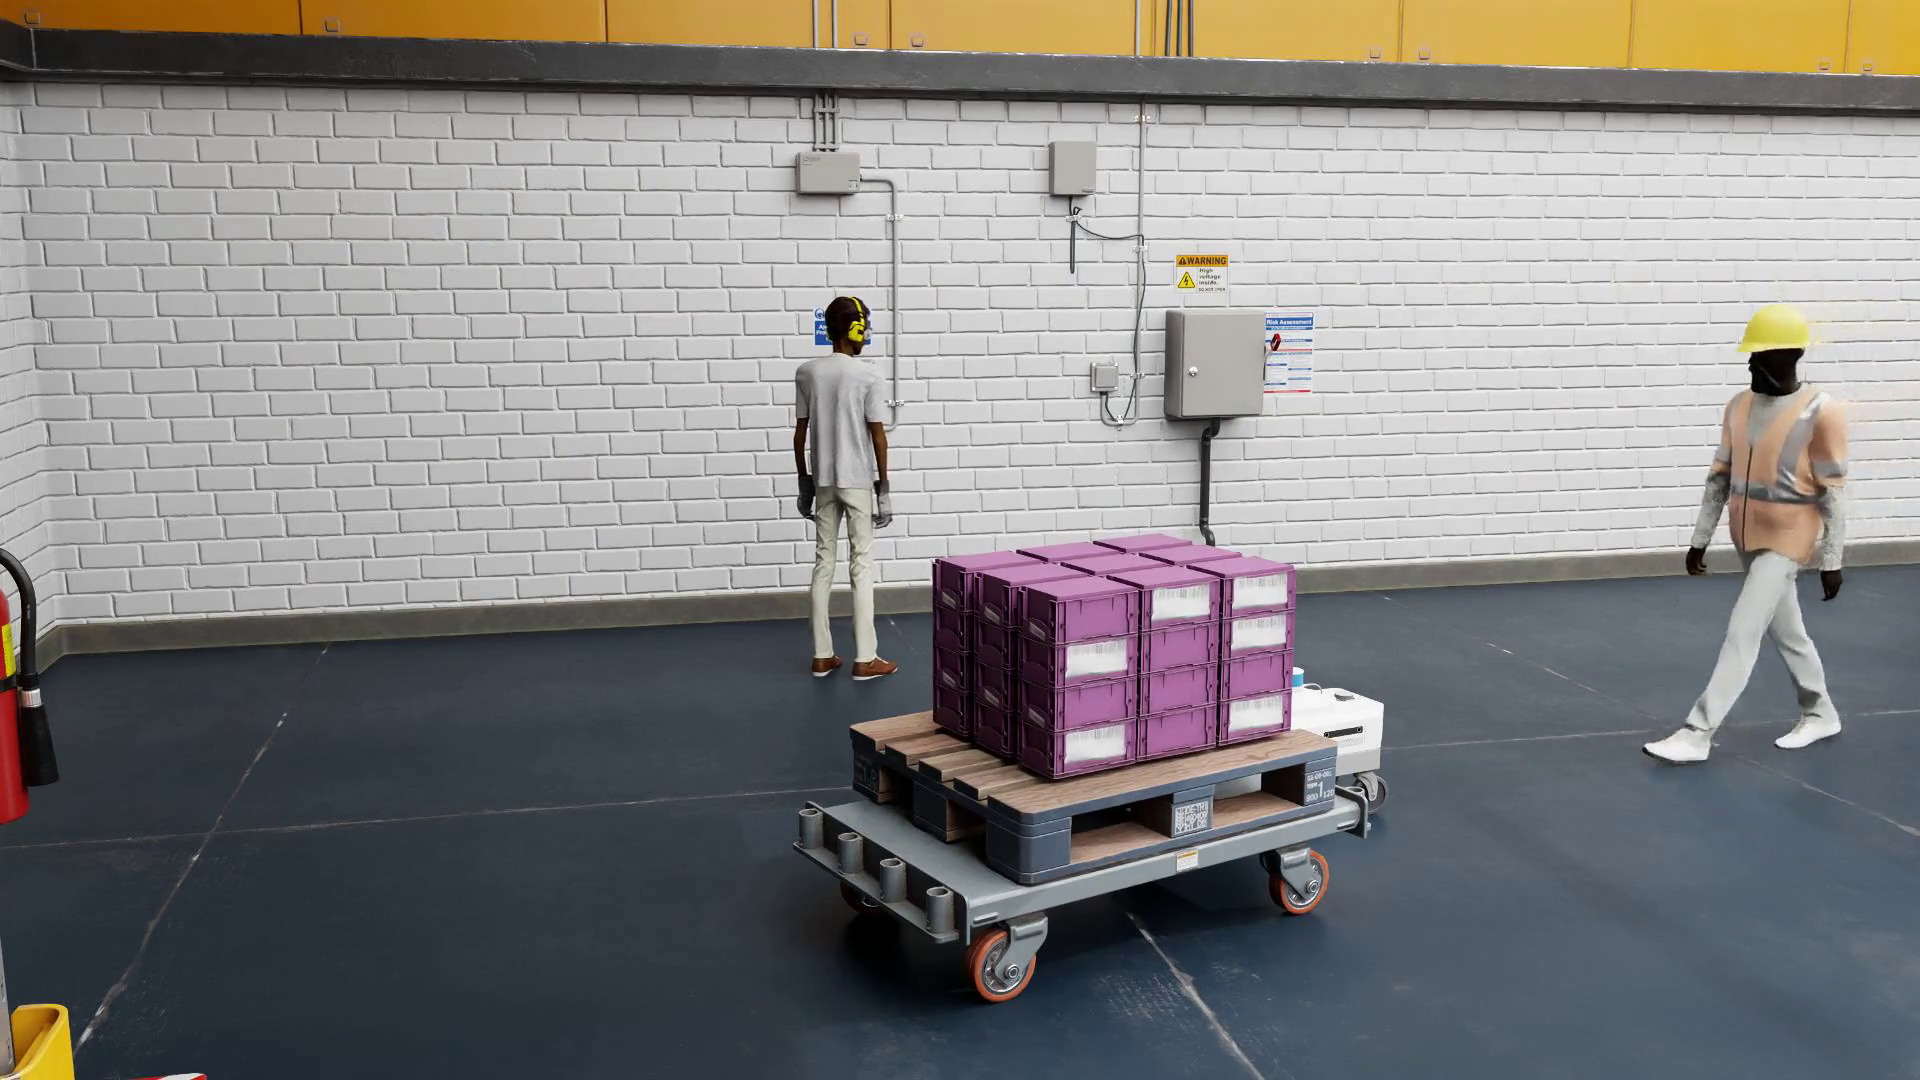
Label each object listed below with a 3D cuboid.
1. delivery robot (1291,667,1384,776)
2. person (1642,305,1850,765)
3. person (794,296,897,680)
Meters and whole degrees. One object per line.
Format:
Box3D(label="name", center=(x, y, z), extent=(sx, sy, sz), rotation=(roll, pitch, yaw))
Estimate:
Box3D(label="delivery robot", center=(1.212, 0.712, 6.143), extent=(0.707, 0.478, 0.477), rotation=(-5, 11, -27))
Box3D(label="person", center=(3.288, -0.016, 6.794), extent=(1.013, 1.872, 0.611), rotation=(-3, 11, -14))
Box3D(label="person", center=(-0.562, -0.249, 8.102), extent=(0.518, 1.863, 0.329), rotation=(5, 11, 25))
